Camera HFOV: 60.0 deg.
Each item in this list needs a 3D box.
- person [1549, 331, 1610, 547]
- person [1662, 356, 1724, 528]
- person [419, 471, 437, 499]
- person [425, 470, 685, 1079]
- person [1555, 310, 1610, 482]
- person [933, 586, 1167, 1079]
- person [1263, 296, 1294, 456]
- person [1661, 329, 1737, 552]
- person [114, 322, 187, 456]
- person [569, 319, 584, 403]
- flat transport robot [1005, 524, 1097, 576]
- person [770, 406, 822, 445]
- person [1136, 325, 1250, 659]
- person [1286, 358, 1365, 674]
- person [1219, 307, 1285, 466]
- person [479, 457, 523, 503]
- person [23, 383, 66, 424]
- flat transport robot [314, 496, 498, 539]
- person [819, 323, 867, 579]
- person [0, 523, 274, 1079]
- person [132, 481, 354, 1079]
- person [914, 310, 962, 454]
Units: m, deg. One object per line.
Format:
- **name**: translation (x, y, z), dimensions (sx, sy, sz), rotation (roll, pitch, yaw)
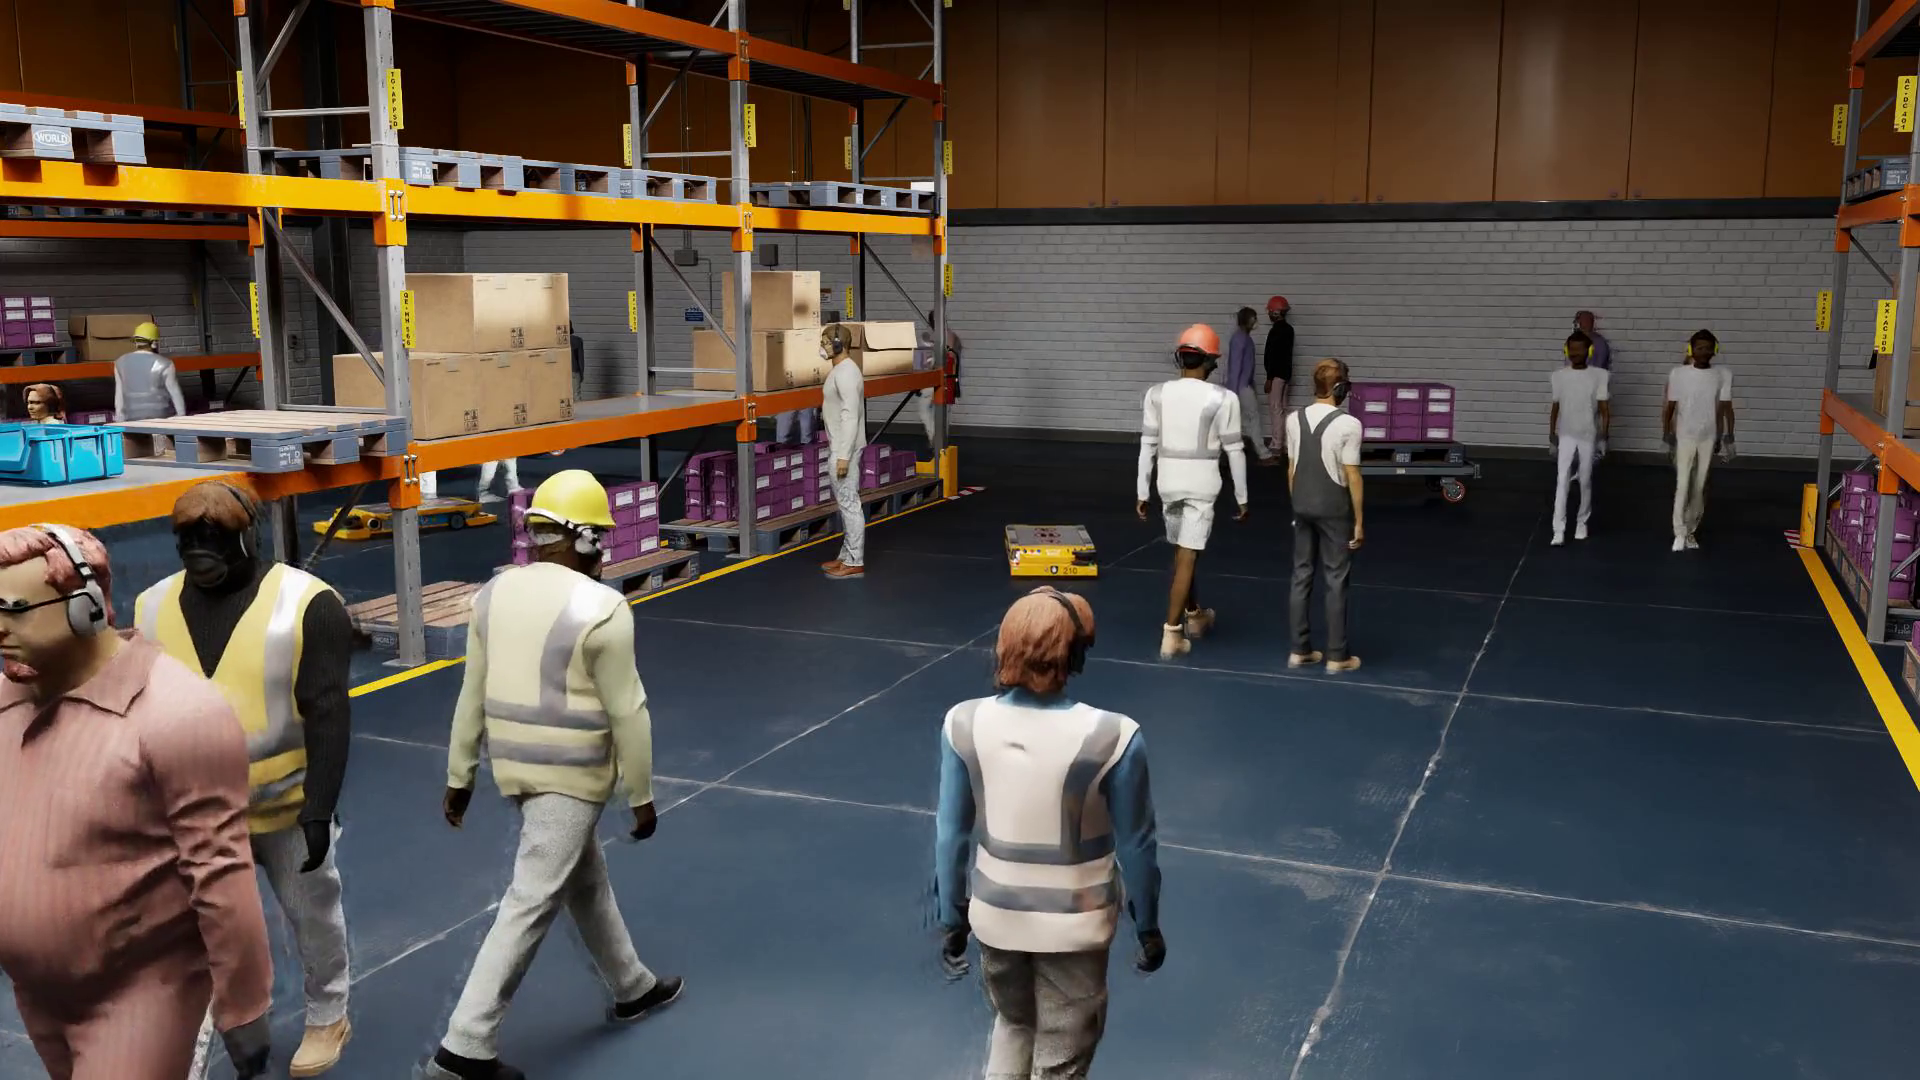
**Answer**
- **person**: translation (5.263, -0.863, 14.165), dimensions (0.512, 1.818, 0.980), rotation (4, 10, 24)
- **person**: translation (6.602, -0.896, 15.022), dimensions (0.511, 1.589, 0.898), rotation (5, 11, 27)
- **person**: translation (-5.443, -1.301, 16.603), dimensions (0.346, 1.881, 0.578), rotation (-7, 11, -35)
- **person**: translation (-1.222, 0.691, 4.902), dimensions (0.610, 1.772, 0.940), rotation (7, 12, 37)
- **person**: translation (6.771, -1.552, 18.104), dimensions (0.669, 1.886, 0.436), rotation (-6, 11, -31)
- **person**: translation (0.216, 0.917, 3.948), dimensions (0.520, 1.626, 0.382), rotation (5, 11, 29)
- **person**: translation (3.960, -2.045, 20.765), dimensions (0.376, 1.997, 0.612), rotation (5, 11, 29)
- **person**: translation (6.118, -0.805, 13.717), dimensions (0.535, 1.839, 0.778), rotation (2, 10, 12)
- **person**: translation (-7.921, -1.234, 16.416), dimensions (0.631, 1.806, 0.721), rotation (1, 9, 4)
- **person**: translation (-5.627, -2.371, 23.837), dimensions (0.498, 1.634, 0.278), rotation (-5, 11, -29)
- **flat transport robot**: translation (0.704, 0.066, 13.191), dimensions (0.652, 0.197, 1.431), rotation (0, 9, 0)
- **person**: translation (-1.752, -1.387, 17.627), dimensions (0.640, 1.724, 0.333), rotation (-4, 10, -20)
- **person**: translation (1.482, -0.312, 10.234), dimensions (0.635, 1.998, 0.965), rotation (7, 11, 35)
- **person**: translation (2.131, -0.137, 9.683), dimensions (0.369, 1.843, 0.521), rotation (-9, 13, -44)
- **person**: translation (3.330, -1.818, 19.735), dimensions (1.011, 1.893, 0.647), rotation (2, 10, 12)
- **person**: translation (-4.565, -1.241, 16.746), dimensions (0.747, 1.712, 0.490), rotation (-7, 12, -36)
- **person**: translation (-5.670, -0.161, 10.414), dimensions (0.523, 1.645, 0.306), rotation (7, 12, 37)
- **flat transport robot**: translation (-4.945, -0.212, 14.871), dimensions (1.431, 0.197, 0.652), rotation (-9, 13, -44)
- **person**: translation (-0.887, -0.674, 12.635), dimensions (0.352, 1.937, 0.635), rotation (-1, 9, -6)
- **person**: translation (-1.763, 0.913, 3.199), dimensions (0.683, 1.872, 0.873), rotation (4, 10, 24)
- **person**: translation (-1.978, 0.733, 4.552), dimensions (0.635, 1.783, 0.995), rotation (0, 9, 1)
- **person**: translation (-0.281, -1.951, 20.706), dimensions (0.625, 1.833, 0.496), rotation (-4, 10, -22)
